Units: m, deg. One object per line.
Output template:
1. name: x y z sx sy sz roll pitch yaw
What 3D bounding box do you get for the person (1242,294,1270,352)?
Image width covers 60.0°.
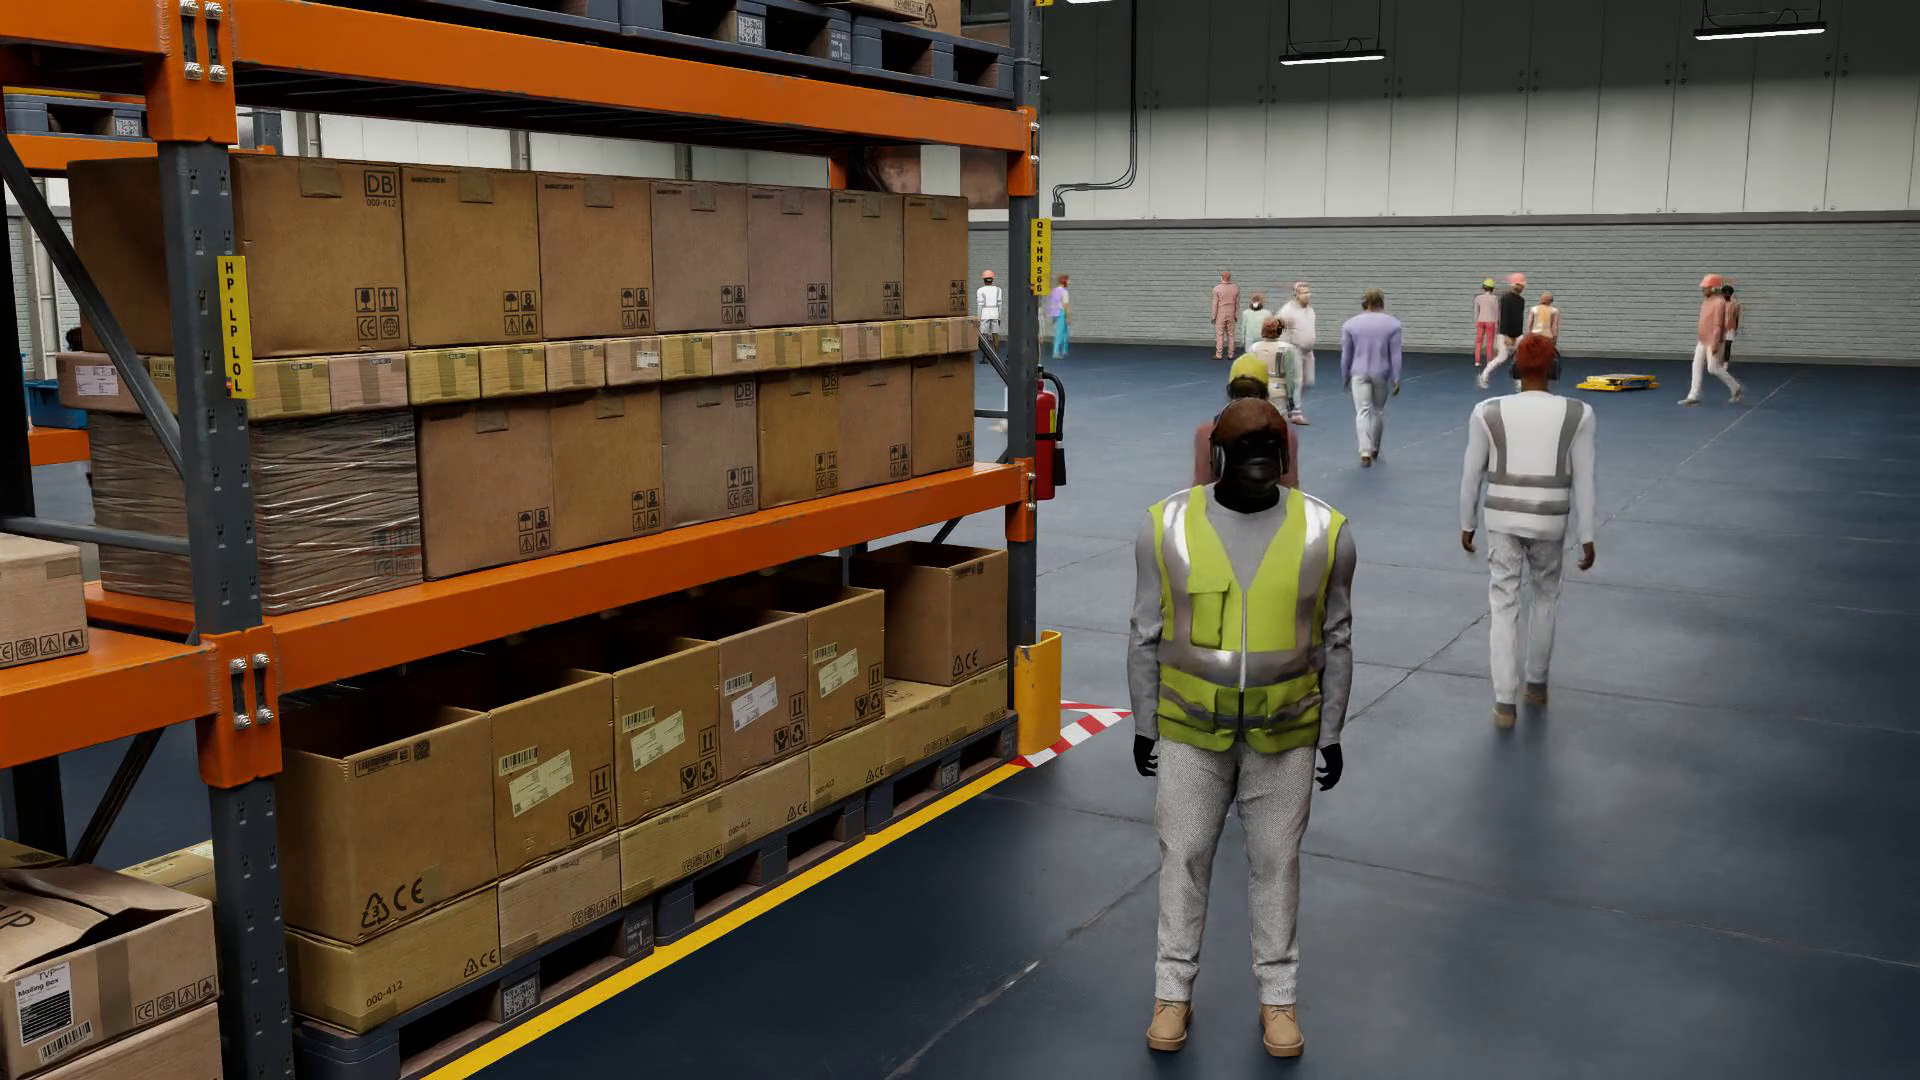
1. person: 5.081 -3.428 28.513 0.511 1.594 0.853 4 10 21

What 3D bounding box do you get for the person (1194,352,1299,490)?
1. person: 1.413 -0.060 8.350 0.533 1.753 0.650 4 10 21

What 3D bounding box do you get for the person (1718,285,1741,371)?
1. person: 14.967 -4.155 32.582 0.531 1.665 0.793 3 10 19

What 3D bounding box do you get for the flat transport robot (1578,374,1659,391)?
1. flat transport robot: 11.009 -2.642 27.779 1.431 0.197 0.652 -8 12 -39

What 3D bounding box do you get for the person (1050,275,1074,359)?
1. person: 2.281 -4.808 35.903 0.693 1.821 0.608 -3 10 -18

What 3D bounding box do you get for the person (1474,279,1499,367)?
1. person: 10.585 -4.352 33.418 0.317 1.769 0.522 -10 14 -44

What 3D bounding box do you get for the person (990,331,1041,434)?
1. person: 0.697 -2.227 20.855 0.825 1.815 0.642 0 10 -1

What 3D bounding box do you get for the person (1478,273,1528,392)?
1. person: 9.004 -3.405 27.309 0.615 1.966 0.900 -6 11 -32

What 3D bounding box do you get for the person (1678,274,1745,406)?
1. person: 11.187 -2.954 24.653 0.852 1.972 0.621 0 10 -2

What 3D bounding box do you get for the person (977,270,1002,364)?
1. person: 0.593 -4.607 34.436 0.543 1.930 0.372 -4 10 -21

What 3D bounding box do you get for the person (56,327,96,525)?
1. person: -6.760 -0.799 12.843 0.679 1.671 0.549 4 11 24

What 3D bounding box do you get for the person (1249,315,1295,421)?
1. person: 3.109 -1.416 16.603 0.511 1.641 0.307 8 13 40

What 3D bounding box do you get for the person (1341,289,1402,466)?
1. person: 4.418 -1.756 17.926 0.631 1.876 1.043 2 10 10

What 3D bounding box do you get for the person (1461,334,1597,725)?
1. person: 2.770 -0.076 8.142 0.609 1.843 0.895 3 10 17

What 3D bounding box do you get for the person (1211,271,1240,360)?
1. person: 5.671 -4.807 35.678 0.641 1.908 0.407 -3 10 -19

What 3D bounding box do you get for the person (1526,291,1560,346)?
1. person: 10.058 -3.480 28.717 0.538 1.623 0.364 4 10 21

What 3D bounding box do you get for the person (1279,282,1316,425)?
1. person: 4.456 -2.471 22.052 0.649 1.890 0.564 -7 12 -36

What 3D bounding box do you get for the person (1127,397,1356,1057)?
1. person: 0.777 0.524 4.648 0.625 1.847 0.429 1 10 7
